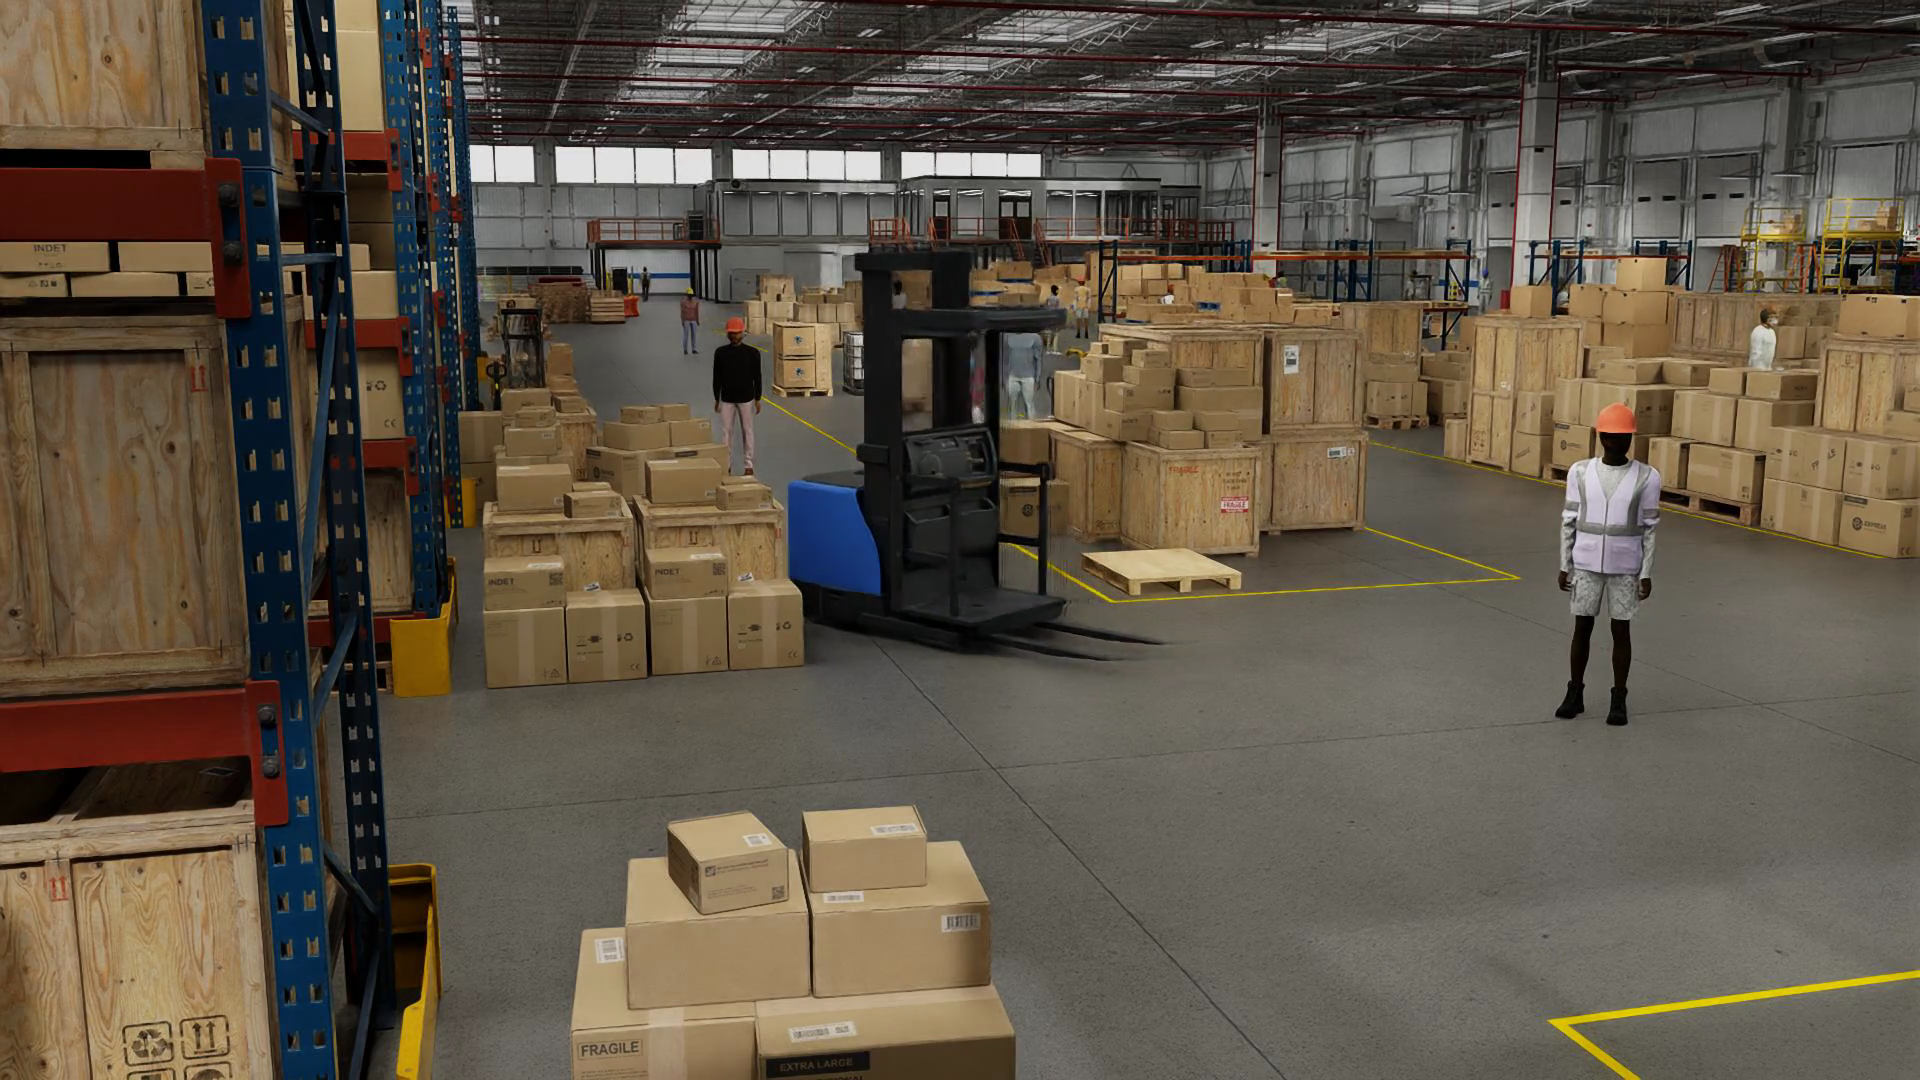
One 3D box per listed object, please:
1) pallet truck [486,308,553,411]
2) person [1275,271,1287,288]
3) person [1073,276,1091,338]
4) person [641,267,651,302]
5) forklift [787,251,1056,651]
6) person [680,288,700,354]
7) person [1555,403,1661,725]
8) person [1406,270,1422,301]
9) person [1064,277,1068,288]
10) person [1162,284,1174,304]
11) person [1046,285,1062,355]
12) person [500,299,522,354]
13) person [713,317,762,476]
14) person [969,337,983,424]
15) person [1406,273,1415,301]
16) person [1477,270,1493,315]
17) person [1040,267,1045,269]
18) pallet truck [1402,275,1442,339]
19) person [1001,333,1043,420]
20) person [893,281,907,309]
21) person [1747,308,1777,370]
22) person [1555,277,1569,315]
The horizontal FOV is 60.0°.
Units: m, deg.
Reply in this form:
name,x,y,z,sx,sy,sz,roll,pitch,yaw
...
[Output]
name,x,y,z,sx,sy,sz,roll,pitch,yaw
pallet truck,-6.242,-2.418,24.362,0.823,1.965,1.885,1,10,3
person,13.294,-10.225,69.030,0.429,1.838,0.622,9,14,42
person,3.814,-7.288,52.128,0.544,1.933,0.376,-1,10,-4
person,-16.189,-13.182,85.790,0.519,1.823,0.598,-1,10,-6
forklift,-0.340,-0.757,12.457,1.873,2.768,1.129,9,13,41
person,-7.216,-5.856,44.492,0.530,1.768,0.312,-7,12,-33
person,3.889,0.145,10.009,0.551,1.941,0.342,6,12,30
person,20.166,-11.079,73.902,0.653,1.821,0.584,3,10,15
person,4.202,-10.300,69.262,0.606,1.907,0.399,1,10,5
person,5.538,-5.731,43.446,0.575,1.884,0.355,6,12,31
person,2.490,-5.832,44.106,0.316,1.859,0.526,-9,13,-41
person,-10.486,-4.807,38.892,0.514,1.645,0.308,-6,12,-31
person,-2.770,-1.762,20.655,0.609,1.996,0.383,1,10,5
person,0.185,-1.770,21.252,0.927,1.794,0.654,-2,10,-13
person,17.570,-9.538,65.203,0.759,1.833,0.543,8,13,37
person,20.730,-9.686,65.692,0.603,1.937,0.402,8,13,38
person,3.681,-11.214,74.356,1.054,1.927,0.611,-4,11,-23
pallet truck,14.620,-7.324,52.145,0.823,1.965,1.885,8,13,40
person,0.886,-2.340,24.088,0.635,1.938,0.360,4,11,20
person,-1.693,-5.982,44.667,0.616,1.950,0.447,-5,11,-26
person,12.258,-2.579,25.440,0.374,1.941,0.627,10,14,43
person,17.316,-6.651,48.211,0.998,2.000,0.687,-3,10,-16
